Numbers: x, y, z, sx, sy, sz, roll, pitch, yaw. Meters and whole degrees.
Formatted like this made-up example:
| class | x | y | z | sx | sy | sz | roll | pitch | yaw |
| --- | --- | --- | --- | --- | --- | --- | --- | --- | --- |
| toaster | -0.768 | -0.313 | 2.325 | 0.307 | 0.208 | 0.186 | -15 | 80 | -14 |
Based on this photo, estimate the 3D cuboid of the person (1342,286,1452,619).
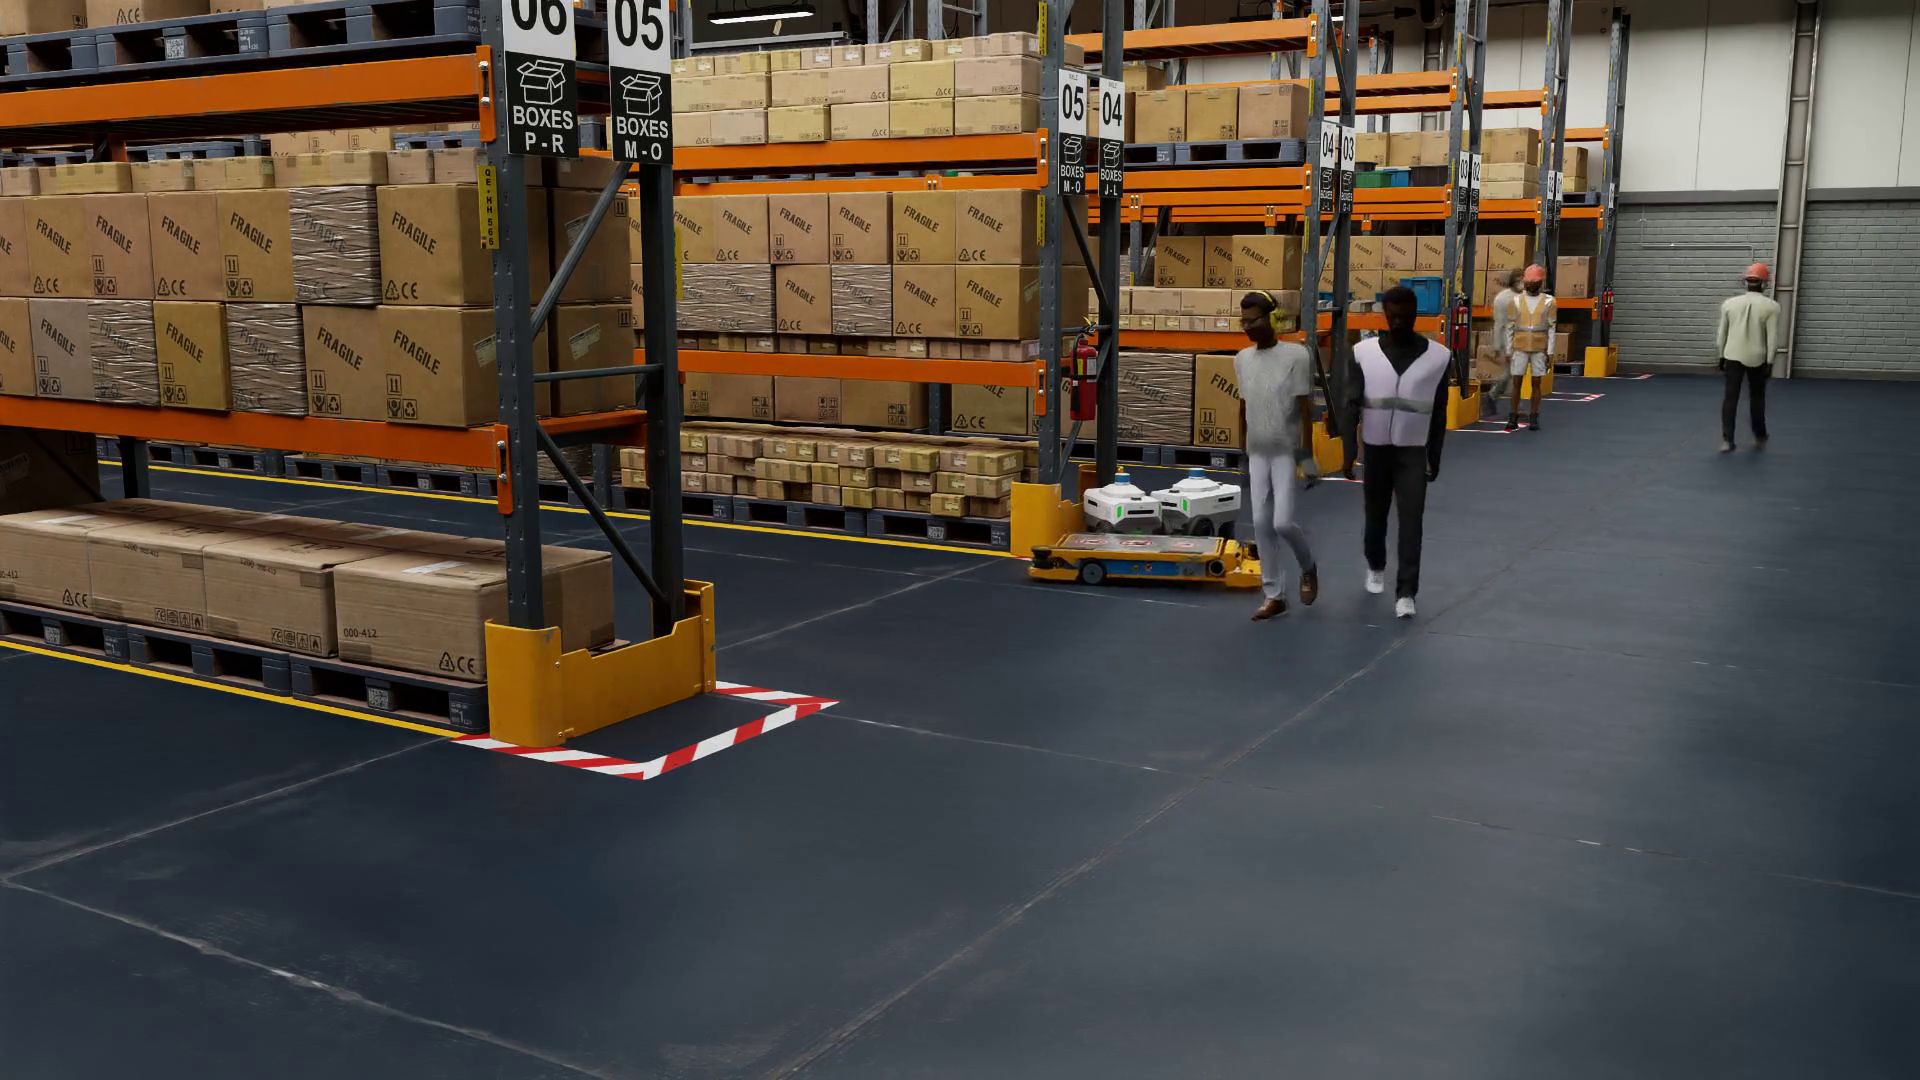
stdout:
| class | x | y | z | sx | sy | sz | roll | pitch | yaw |
| --- | --- | --- | --- | --- | --- | --- | --- | --- | --- |
| person | 2.532 | -0.544 | 9.697 | 0.593 | 1.874 | 0.961 | 3 | 10 | 16 |

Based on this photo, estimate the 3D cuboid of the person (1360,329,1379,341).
| class | x | y | z | sx | sy | sz | roll | pitch | yaw |
| --- | --- | --- | --- | --- | --- | --- | --- | --- | --- |
| person | 7.178 | -3.878 | 29.149 | 0.580 | 1.883 | 0.352 | -5 | 11 | -25 |

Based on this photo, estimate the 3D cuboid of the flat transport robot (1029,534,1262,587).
| class | x | y | z | sx | sy | sz | roll | pitch | yaw |
| --- | --- | --- | --- | --- | --- | --- | --- | --- | --- |
| flat transport robot | 1.190 | 0.114 | 10.488 | 1.431 | 0.197 | 0.652 | 2 | 10 | 11 |

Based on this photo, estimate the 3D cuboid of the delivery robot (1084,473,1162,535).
| class | x | y | z | sx | sy | sz | roll | pitch | yaw |
| --- | --- | --- | --- | --- | --- | --- | --- | --- | --- |
| delivery robot | 1.099 | -0.212 | 11.293 | 0.477 | 0.478 | 0.707 | -3 | 10 | -15 |

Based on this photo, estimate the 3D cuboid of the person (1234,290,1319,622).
| class | x | y | z | sx | sy | sz | roll | pitch | yaw |
| --- | --- | --- | --- | --- | --- | --- | --- | --- | --- |
| person | 1.788 | -0.476 | 9.342 | 0.560 | 1.842 | 0.485 | 9 | 13 | 41 |

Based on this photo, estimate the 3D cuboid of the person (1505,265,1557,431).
| class | x | y | z | sx | sy | sz | roll | pitch | yaw |
| --- | --- | --- | --- | --- | --- | --- | --- | --- | --- |
| person | 6.621 | -2.211 | 19.316 | 0.577 | 1.918 | 0.663 | 4 | 11 | 23 |

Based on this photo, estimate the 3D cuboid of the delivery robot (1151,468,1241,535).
| class | x | y | z | sx | sy | sz | roll | pitch | yaw |
| --- | --- | --- | --- | --- | --- | --- | --- | --- | --- |
| delivery robot | 1.643 | -0.258 | 11.565 | 0.477 | 0.478 | 0.707 | 9 | 13 | 43 |

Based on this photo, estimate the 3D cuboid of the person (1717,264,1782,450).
| class | x | y | z | sx | sy | sz | roll | pitch | yaw |
| --- | --- | --- | --- | --- | --- | --- | --- | --- | --- |
| person | 8.296 | -1.920 | 17.514 | 0.626 | 1.940 | 1.022 | 8 | 12 | 38 |

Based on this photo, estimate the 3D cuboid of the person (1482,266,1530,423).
| class | x | y | z | sx | sy | sz | roll | pitch | yaw |
| --- | --- | --- | --- | --- | --- | --- | --- | --- | --- |
| person | 6.781 | -2.420 | 20.526 | 0.650 | 1.912 | 0.793 | -6 | 11 | -30 |
